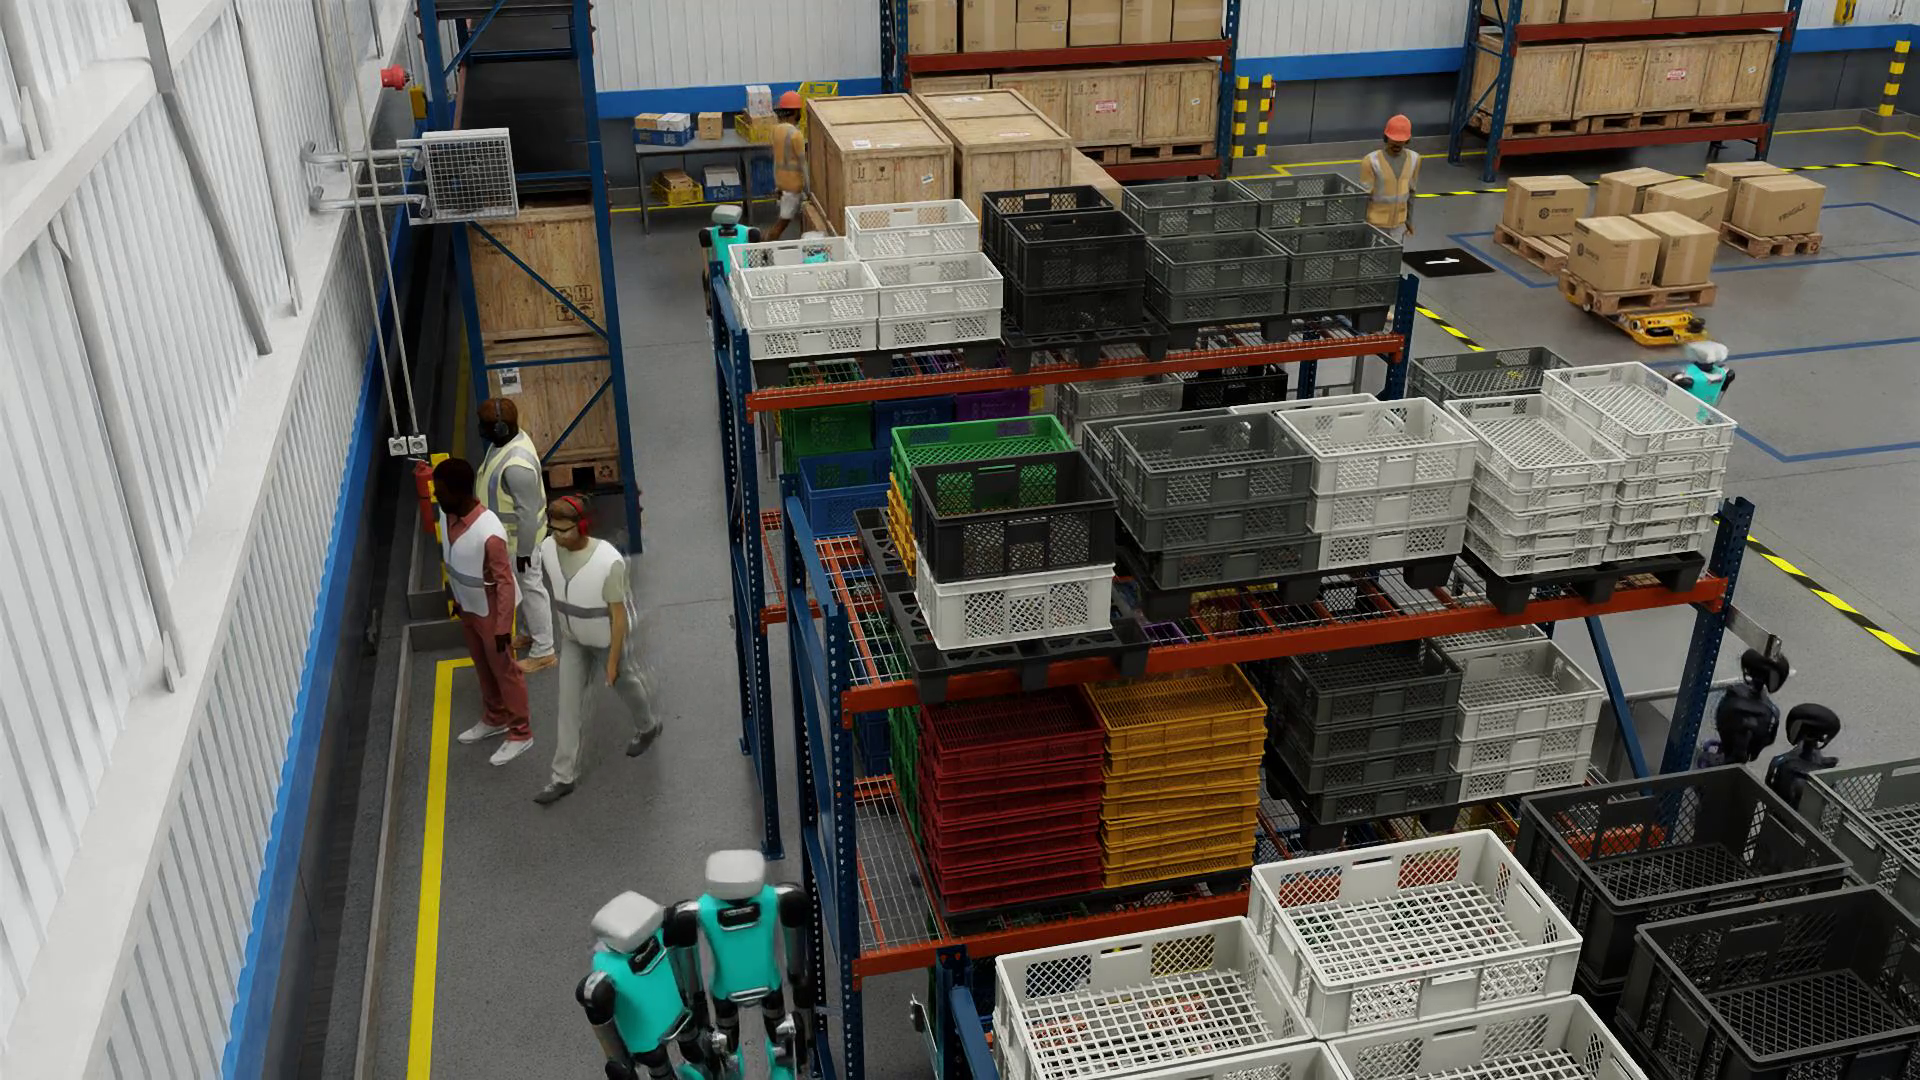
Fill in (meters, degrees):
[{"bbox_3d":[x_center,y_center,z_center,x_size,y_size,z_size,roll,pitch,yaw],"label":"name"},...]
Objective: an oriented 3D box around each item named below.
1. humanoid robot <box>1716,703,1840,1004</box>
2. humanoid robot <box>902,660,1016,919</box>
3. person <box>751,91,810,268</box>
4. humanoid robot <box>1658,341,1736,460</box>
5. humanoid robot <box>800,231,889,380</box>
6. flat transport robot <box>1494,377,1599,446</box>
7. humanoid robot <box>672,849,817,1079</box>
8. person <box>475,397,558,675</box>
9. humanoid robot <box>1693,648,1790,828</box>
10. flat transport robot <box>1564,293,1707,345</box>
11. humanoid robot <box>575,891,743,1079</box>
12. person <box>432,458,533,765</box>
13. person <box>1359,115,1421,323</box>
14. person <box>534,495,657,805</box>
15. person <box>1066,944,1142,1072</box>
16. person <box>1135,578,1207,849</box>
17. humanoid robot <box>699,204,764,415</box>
[{"bbox_3d":[3.788,1.471,7.734,0.331,1.651,0.610,13,30,23],"label":"humanoid robot"},{"bbox_3d":[-0.015,1.197,8.277,0.617,1.641,0.591,3,28,6],"label":"humanoid robot"},{"bbox_3d":[-1.788,-3.723,17.383,1.008,1.885,0.550,-12,30,-22],"label":"person"},{"bbox_3d":[4.846,-0.637,11.665,0.552,1.743,0.893,-13,30,-23],"label":"humanoid robot"},{"bbox_3d":[-0.867,-1.704,13.771,1.028,1.758,0.540,-6,28,-12],"label":"humanoid robot"},{"bbox_3d":[4.780,-1.036,14.013,0.659,0.231,1.431,-6,28,-12],"label":"flat transport robot"},{"bbox_3d":[-0.783,2.104,6.472,0.543,1.773,0.757,-7,29,-13],"label":"humanoid robot"},{"bbox_3d":[-2.792,-0.037,10.429,0.429,1.841,0.635,-10,30,-19],"label":"person"},{"bbox_3d":[3.782,1.235,8.205,0.463,1.655,0.601,13,30,23],"label":"humanoid robot"},{"bbox_3d":[6.619,-2.272,16.326,0.652,0.197,1.431,-6,28,-12],"label":"flat transport robot"},{"bbox_3d":[-0.945,2.172,6.381,0.837,1.799,0.590,13,30,23],"label":"humanoid robot"},{"bbox_3d":[-2.728,0.390,9.540,0.396,1.917,0.588,-24,36,-38],"label":"person"},{"bbox_3d":[4.094,-3.061,15.955,0.613,2.039,0.380,-8,29,-14],"label":"person"},{"bbox_3d":[-2.081,0.562,9.342,0.583,1.794,0.961,13,30,23],"label":"person"},{"bbox_3d":[0.532,2.204,6.147,0.336,1.872,0.517,-5,28,-9],"label":"person"},{"bbox_3d":[1.031,0.918,8.706,0.448,1.750,0.540,-13,30,-23],"label":"person"},{"bbox_3d":[-1.936,-1.830,14.061,0.553,1.899,0.733,2,28,4],"label":"humanoid robot"}]
